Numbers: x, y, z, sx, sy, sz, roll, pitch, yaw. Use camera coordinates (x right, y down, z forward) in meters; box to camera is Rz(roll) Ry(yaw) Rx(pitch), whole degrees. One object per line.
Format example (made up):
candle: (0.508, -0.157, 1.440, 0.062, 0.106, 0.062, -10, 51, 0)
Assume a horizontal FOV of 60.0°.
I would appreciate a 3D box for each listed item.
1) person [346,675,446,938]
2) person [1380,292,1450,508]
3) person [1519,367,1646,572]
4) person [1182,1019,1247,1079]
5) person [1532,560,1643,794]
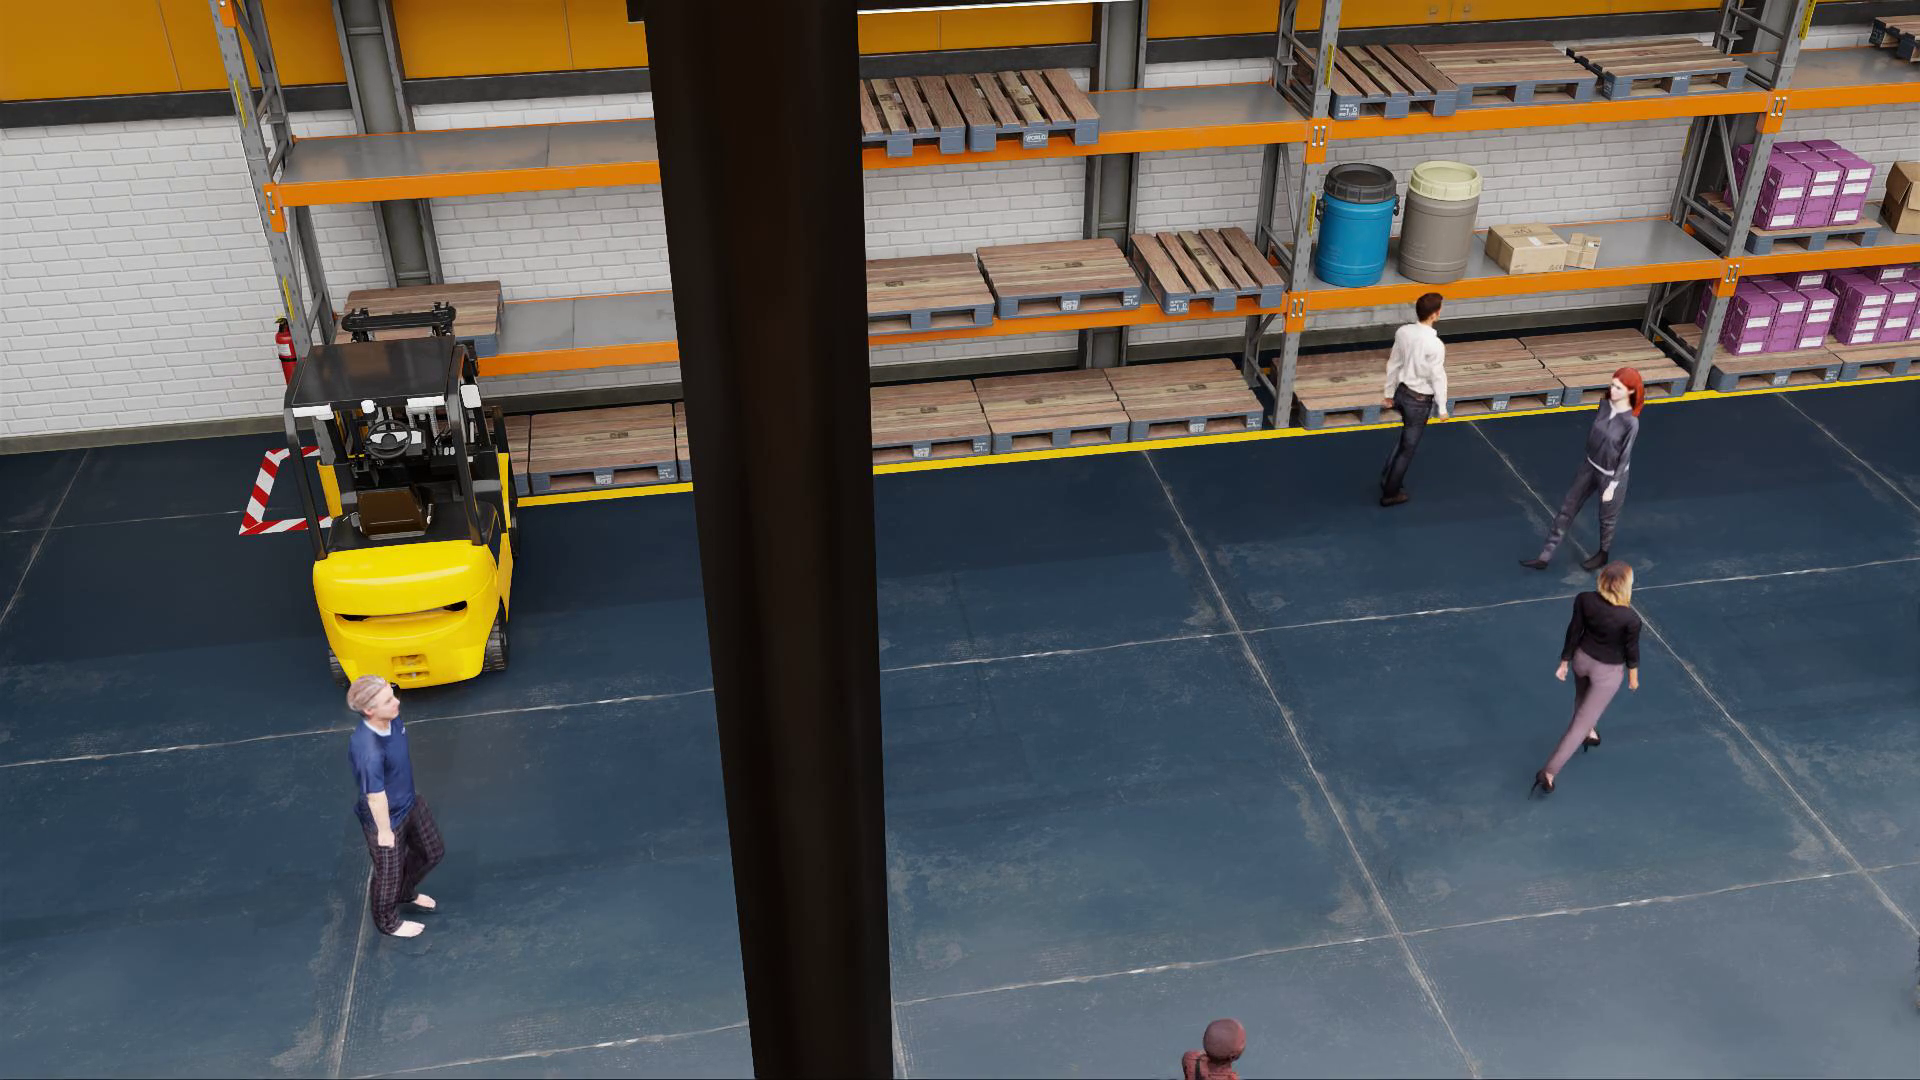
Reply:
person: (-3.217, 1.509, 9.280, 0.761, 1.848, 0.745, 2, 34, 3)
person: (3.517, -1.065, 13.145, 0.707, 1.856, 0.730, -14, 36, -20)
person: (4.868, -0.503, 12.397, 1.063, 1.748, 0.774, -13, 36, -19)
person: (1.053, 2.798, 7.431, 0.956, 1.747, 0.819, -25, 41, -32)
person: (3.915, 0.903, 10.394, 1.123, 1.623, 0.886, -22, 39, -29)
